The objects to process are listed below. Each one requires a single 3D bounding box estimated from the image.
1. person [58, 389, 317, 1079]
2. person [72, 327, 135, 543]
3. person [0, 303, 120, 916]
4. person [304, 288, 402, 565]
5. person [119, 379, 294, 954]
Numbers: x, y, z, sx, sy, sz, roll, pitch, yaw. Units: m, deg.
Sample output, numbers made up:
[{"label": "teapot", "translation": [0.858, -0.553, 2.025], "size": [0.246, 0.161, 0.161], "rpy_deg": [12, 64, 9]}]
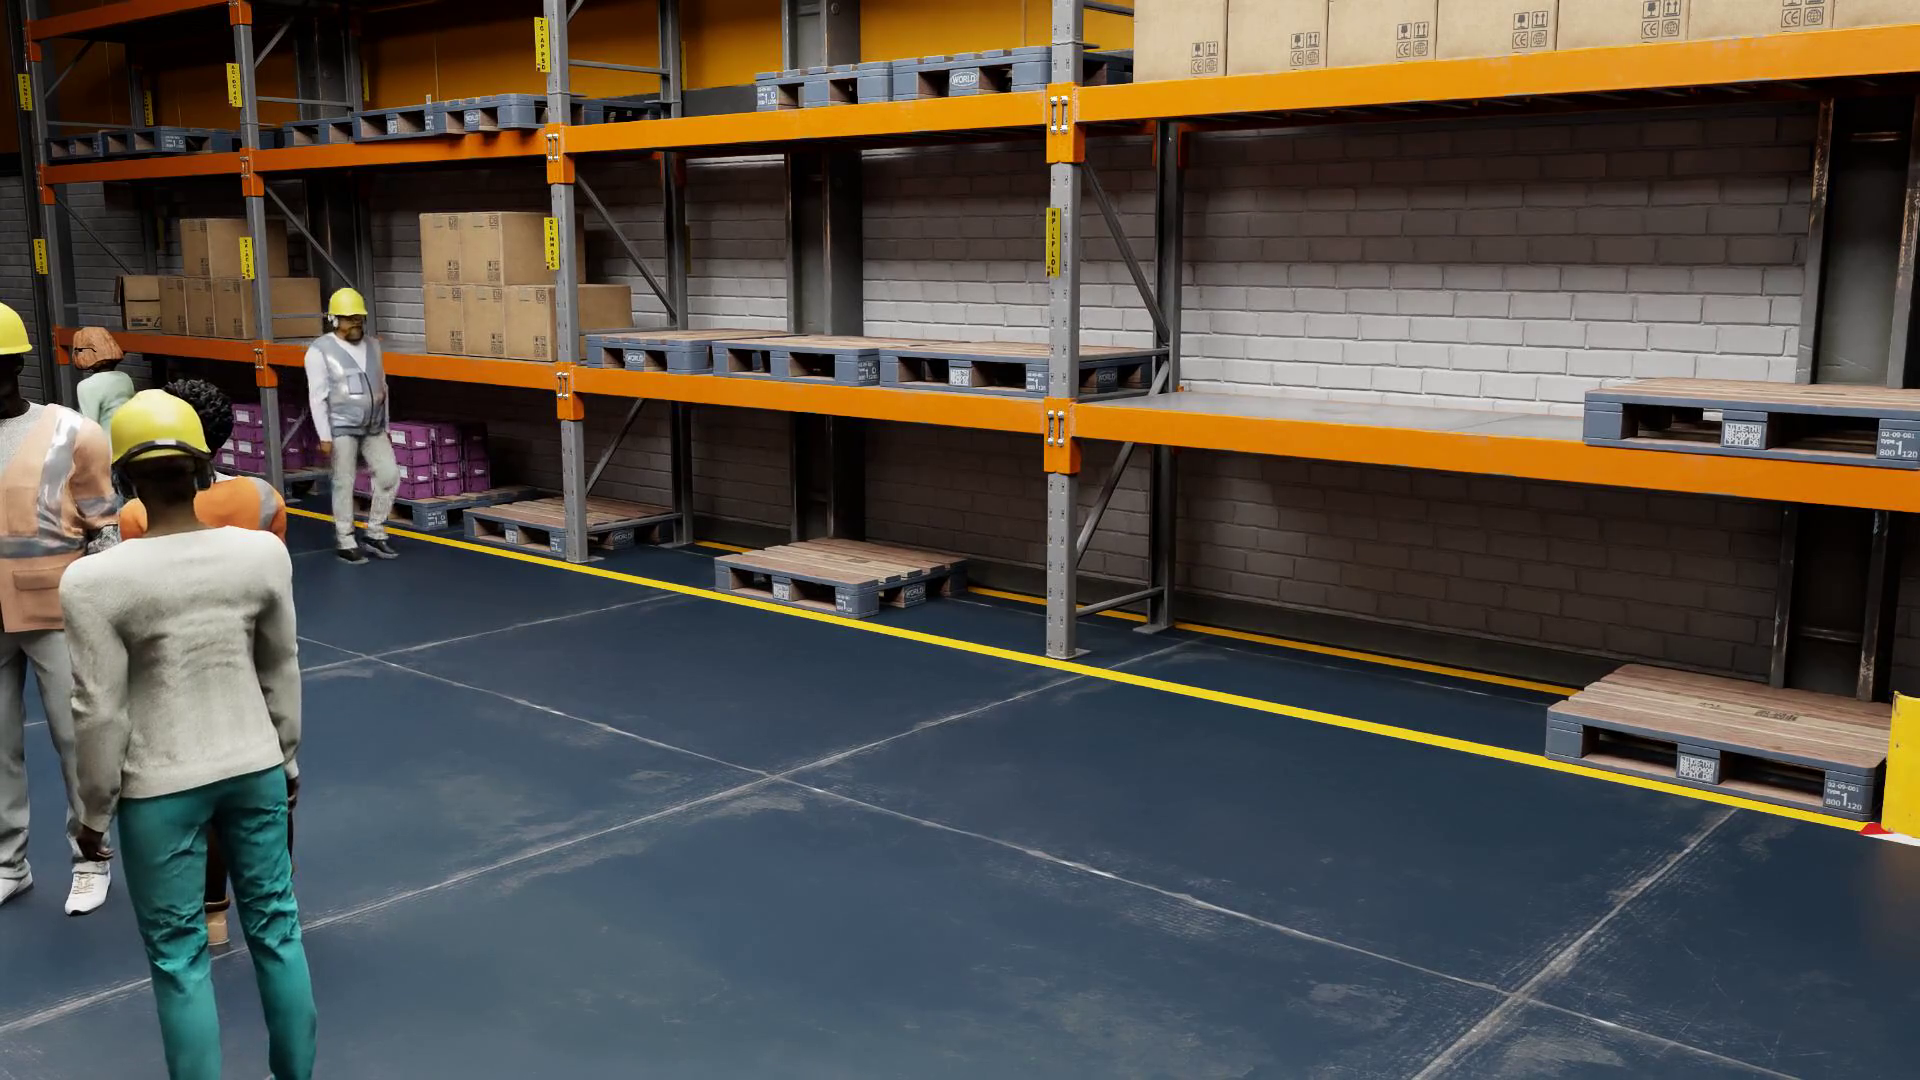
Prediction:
[{"label": "person", "translation": [-1.743, 0.544, 3.774], "size": [0.328, 1.765, 0.527], "rpy_deg": [8, 13, 38]}, {"label": "person", "translation": [-4.936, -0.421, 9.672], "size": [0.288, 1.626, 0.497], "rpy_deg": [0, 10, 2]}, {"label": "person", "translation": [-2.905, 0.224, 5.130], "size": [0.593, 1.924, 0.381], "rpy_deg": [-1, 10, -5]}, {"label": "person", "translation": [-3.935, -0.735, 10.901], "size": [0.527, 1.816, 0.630], "rpy_deg": [6, 12, 32]}, {"label": "person", "translation": [-2.223, 0.372, 4.943], "size": [0.316, 1.696, 0.540], "rpy_deg": [5, 11, 27]}]
